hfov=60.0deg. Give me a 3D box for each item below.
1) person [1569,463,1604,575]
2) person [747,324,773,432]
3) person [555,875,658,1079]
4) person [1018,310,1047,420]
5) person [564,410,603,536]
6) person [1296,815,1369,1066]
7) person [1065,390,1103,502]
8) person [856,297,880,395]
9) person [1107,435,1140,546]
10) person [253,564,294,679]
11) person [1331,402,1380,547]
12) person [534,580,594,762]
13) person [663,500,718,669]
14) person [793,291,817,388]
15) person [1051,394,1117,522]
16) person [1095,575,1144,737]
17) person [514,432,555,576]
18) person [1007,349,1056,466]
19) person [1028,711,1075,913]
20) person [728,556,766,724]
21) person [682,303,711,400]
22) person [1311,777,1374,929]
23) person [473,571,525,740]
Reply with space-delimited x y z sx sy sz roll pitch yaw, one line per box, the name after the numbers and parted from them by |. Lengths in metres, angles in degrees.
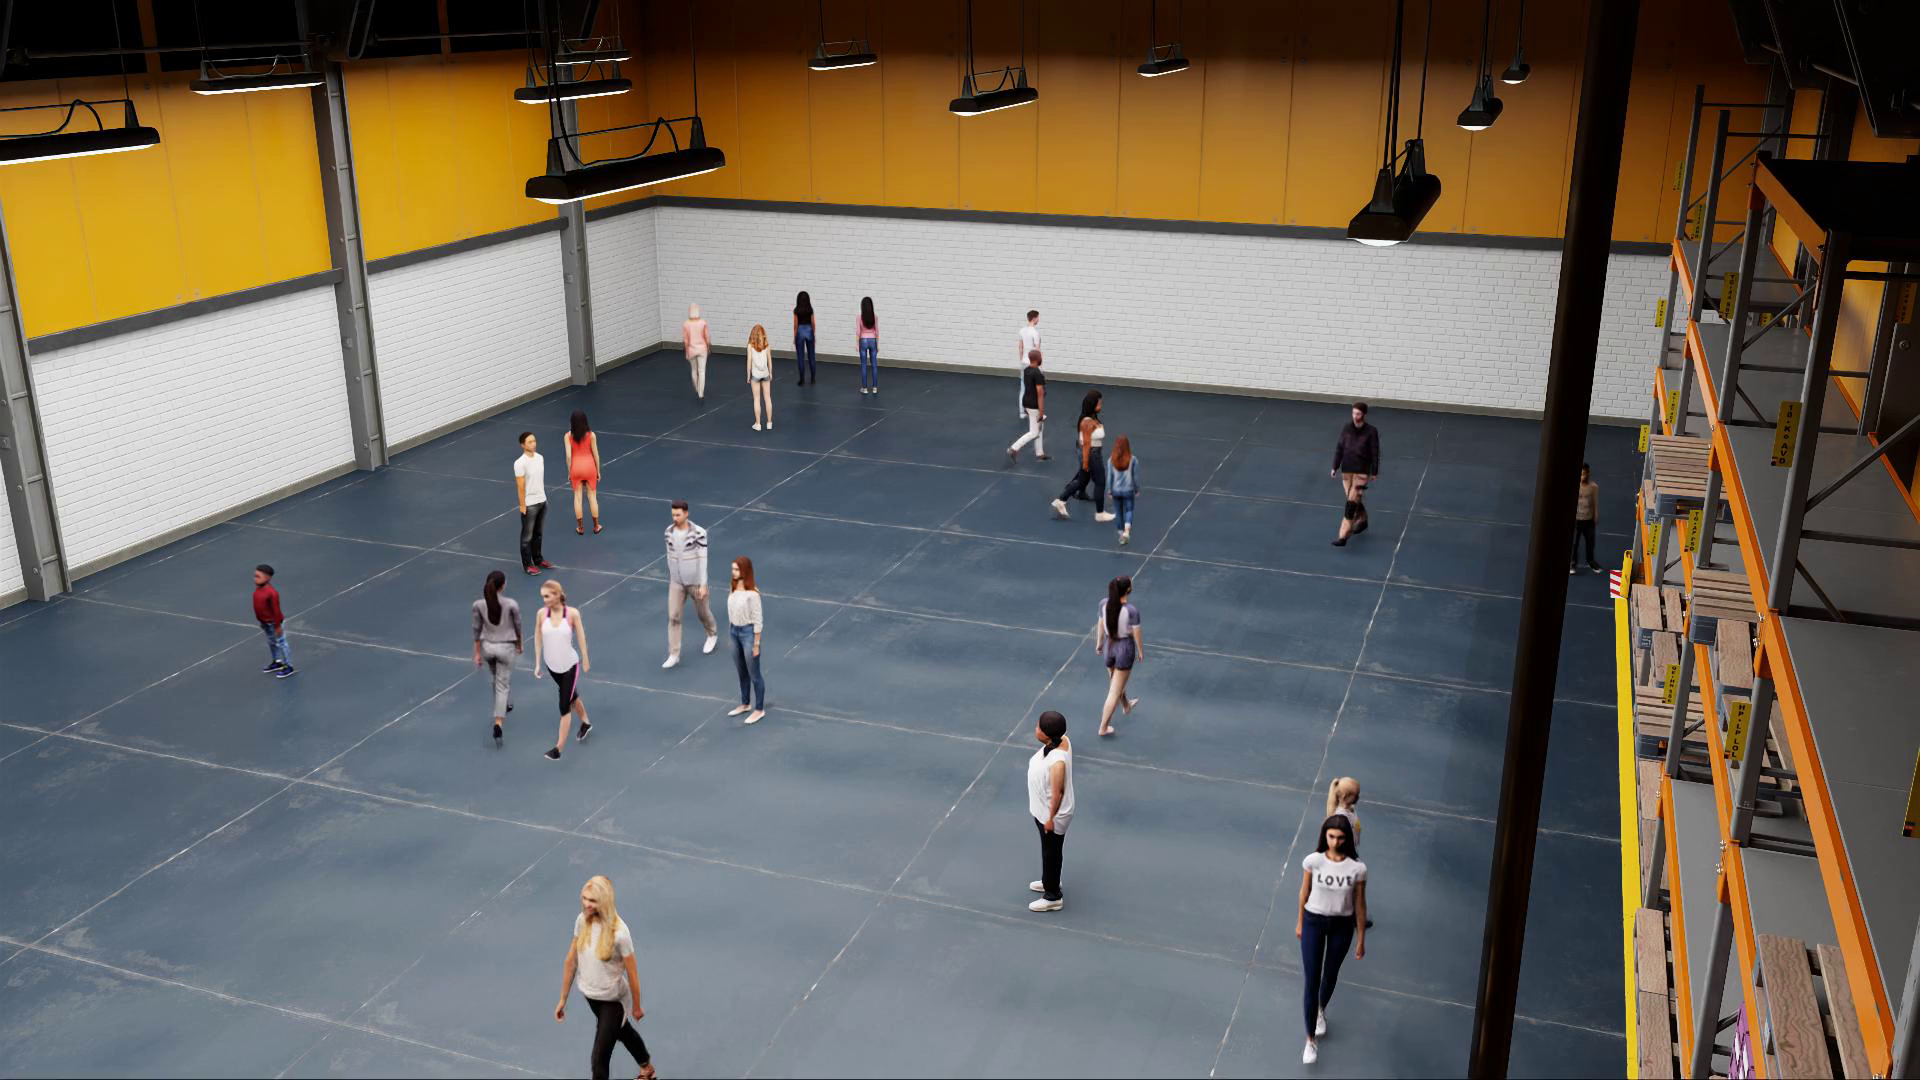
7.786 -0.275 20.801 0.759 1.442 0.652 -4 19 -12 | person
-3.294 -2.689 27.474 0.650 1.759 0.700 -7 20 -20 | person
-2.218 2.941 10.744 0.786 1.767 1.259 11 22 31 | person
1.193 -2.971 28.160 0.724 1.856 0.732 -15 24 -38 | person
-5.045 -0.916 22.270 0.671 1.719 0.693 -4 19 -12 | person
2.560 2.674 11.564 0.721 1.750 1.013 3 19 10 | person
1.727 -1.333 23.656 0.651 1.627 0.624 8 20 23 | person
-1.662 -3.524 29.981 0.656 1.741 0.678 -4 19 -13 | person
2.126 -0.621 21.793 0.656 1.466 0.707 3 19 10 | person
-7.352 0.847 17.771 0.564 1.250 0.571 14 23 36 | person
5.261 -0.881 21.927 1.022 1.874 1.358 16 24 39 | person
-3.778 1.198 15.985 0.719 1.724 1.222 4 19 11 | person
-2.911 0.412 18.139 0.738 1.840 1.180 5 19 15 | person
-2.845 -3.699 30.507 0.662 1.738 0.701 -6 19 -16 | person
1.677 -1.114 22.765 0.927 1.780 1.134 0 19 1 | person
1.501 1.160 16.276 0.828 1.613 1.086 14 23 37 | person
-5.374 -0.484 20.857 0.704 1.804 0.492 8 20 23 | person
1.062 -2.010 25.424 1.151 1.782 1.107 -8 20 -22 | person
0.711 2.133 13.267 0.775 1.688 0.624 2 19 6 | person
-2.139 0.975 16.642 0.646 1.728 0.626 17 25 41 | person
-4.639 -3.296 29.397 0.942 1.682 1.238 -2 19 -5 | person
2.959 2.431 13.052 0.608 1.261 0.725 5 19 15 | person
-4.503 1.161 16.246 0.809 1.629 1.154 0 19 0 | person
